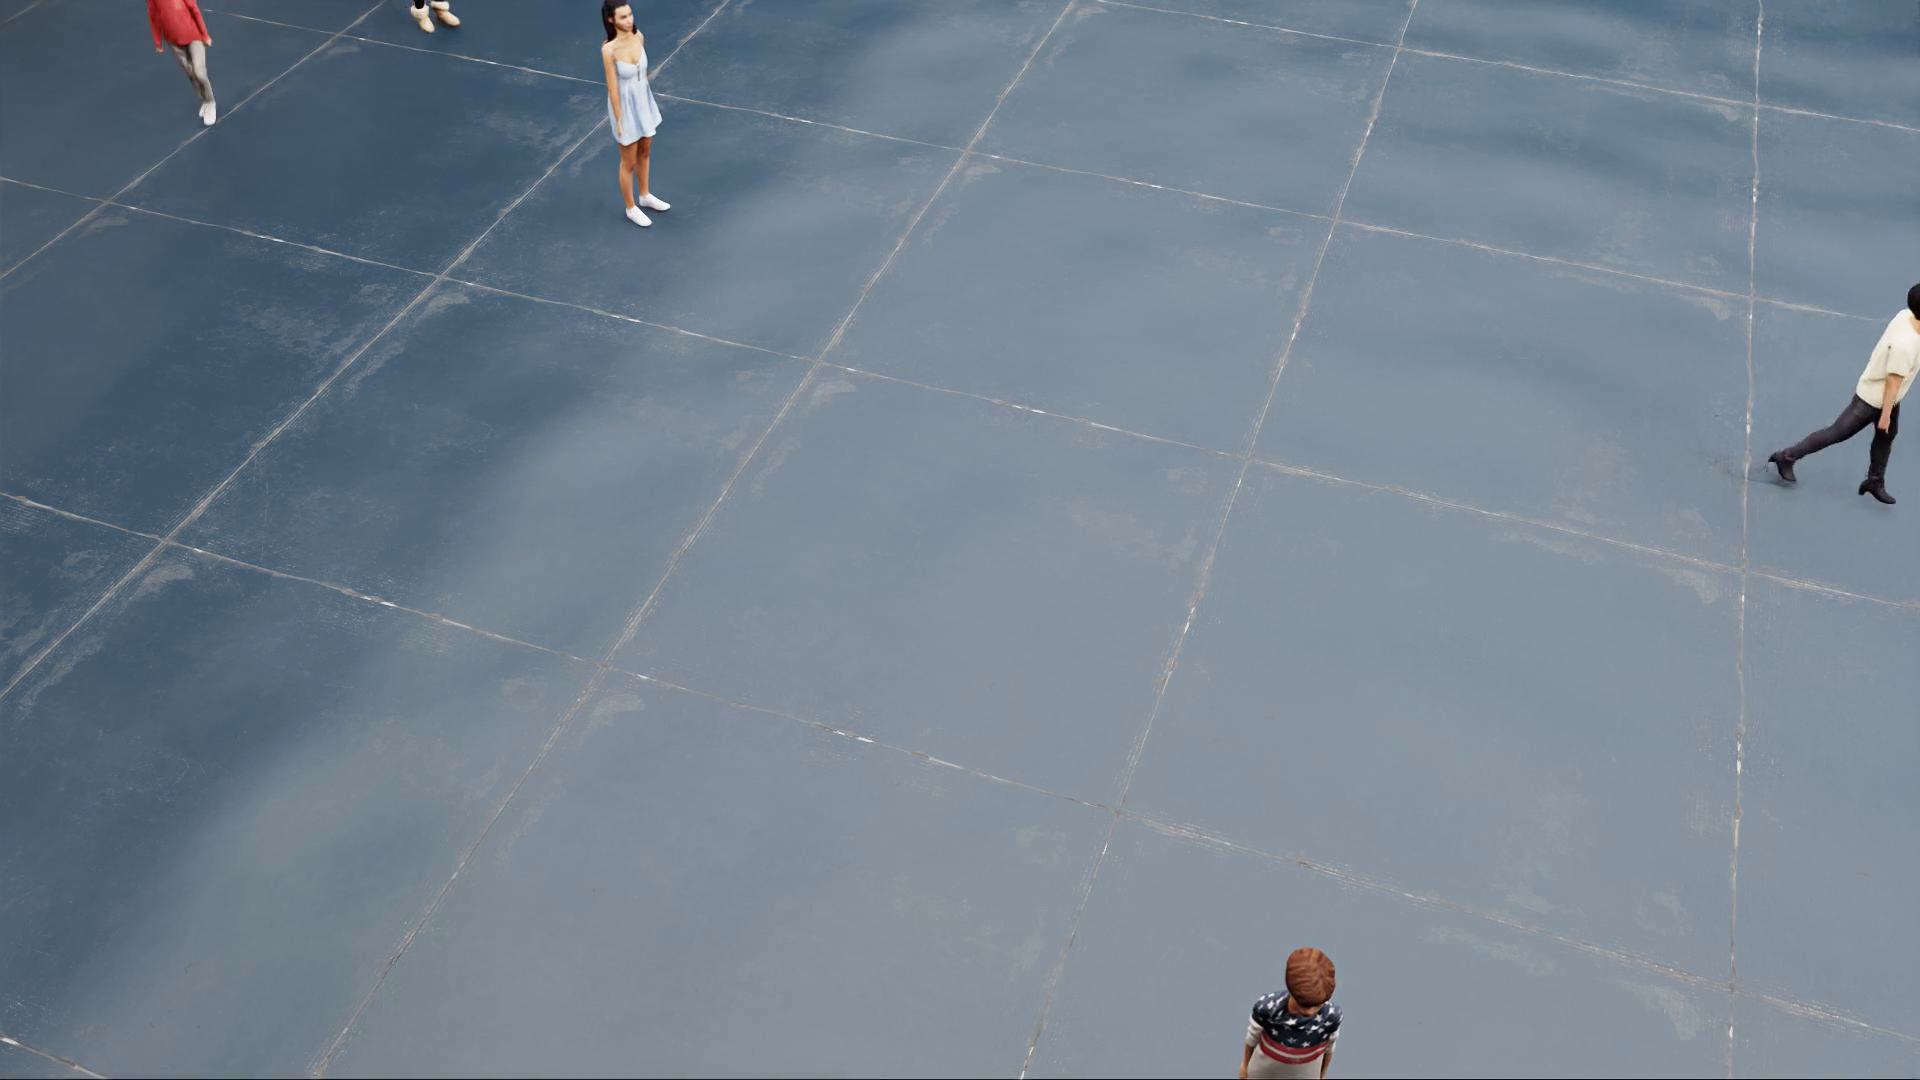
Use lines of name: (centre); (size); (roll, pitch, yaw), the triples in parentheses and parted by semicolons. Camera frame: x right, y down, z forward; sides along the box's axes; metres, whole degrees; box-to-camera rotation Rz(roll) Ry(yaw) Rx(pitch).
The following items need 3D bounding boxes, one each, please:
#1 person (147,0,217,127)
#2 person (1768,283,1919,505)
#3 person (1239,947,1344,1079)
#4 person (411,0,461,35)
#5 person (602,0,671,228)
person: (-6.245, -4.103, 13.436); (0.665, 1.405, 0.728); (-1, 43, -1)
person: (5.361, -0.876, 9.875); (1.032, 1.549, 0.710); (23, 48, 22)
person: (1.320, 2.108, 6.759); (0.469, 1.439, 0.604); (5, 43, 6)
person: (-4.760, -5.320, 14.554); (0.694, 1.658, 0.685); (32, 52, 29)
person: (-2.411, -3.155, 12.184); (0.579, 1.729, 0.623); (22, 47, 22)
